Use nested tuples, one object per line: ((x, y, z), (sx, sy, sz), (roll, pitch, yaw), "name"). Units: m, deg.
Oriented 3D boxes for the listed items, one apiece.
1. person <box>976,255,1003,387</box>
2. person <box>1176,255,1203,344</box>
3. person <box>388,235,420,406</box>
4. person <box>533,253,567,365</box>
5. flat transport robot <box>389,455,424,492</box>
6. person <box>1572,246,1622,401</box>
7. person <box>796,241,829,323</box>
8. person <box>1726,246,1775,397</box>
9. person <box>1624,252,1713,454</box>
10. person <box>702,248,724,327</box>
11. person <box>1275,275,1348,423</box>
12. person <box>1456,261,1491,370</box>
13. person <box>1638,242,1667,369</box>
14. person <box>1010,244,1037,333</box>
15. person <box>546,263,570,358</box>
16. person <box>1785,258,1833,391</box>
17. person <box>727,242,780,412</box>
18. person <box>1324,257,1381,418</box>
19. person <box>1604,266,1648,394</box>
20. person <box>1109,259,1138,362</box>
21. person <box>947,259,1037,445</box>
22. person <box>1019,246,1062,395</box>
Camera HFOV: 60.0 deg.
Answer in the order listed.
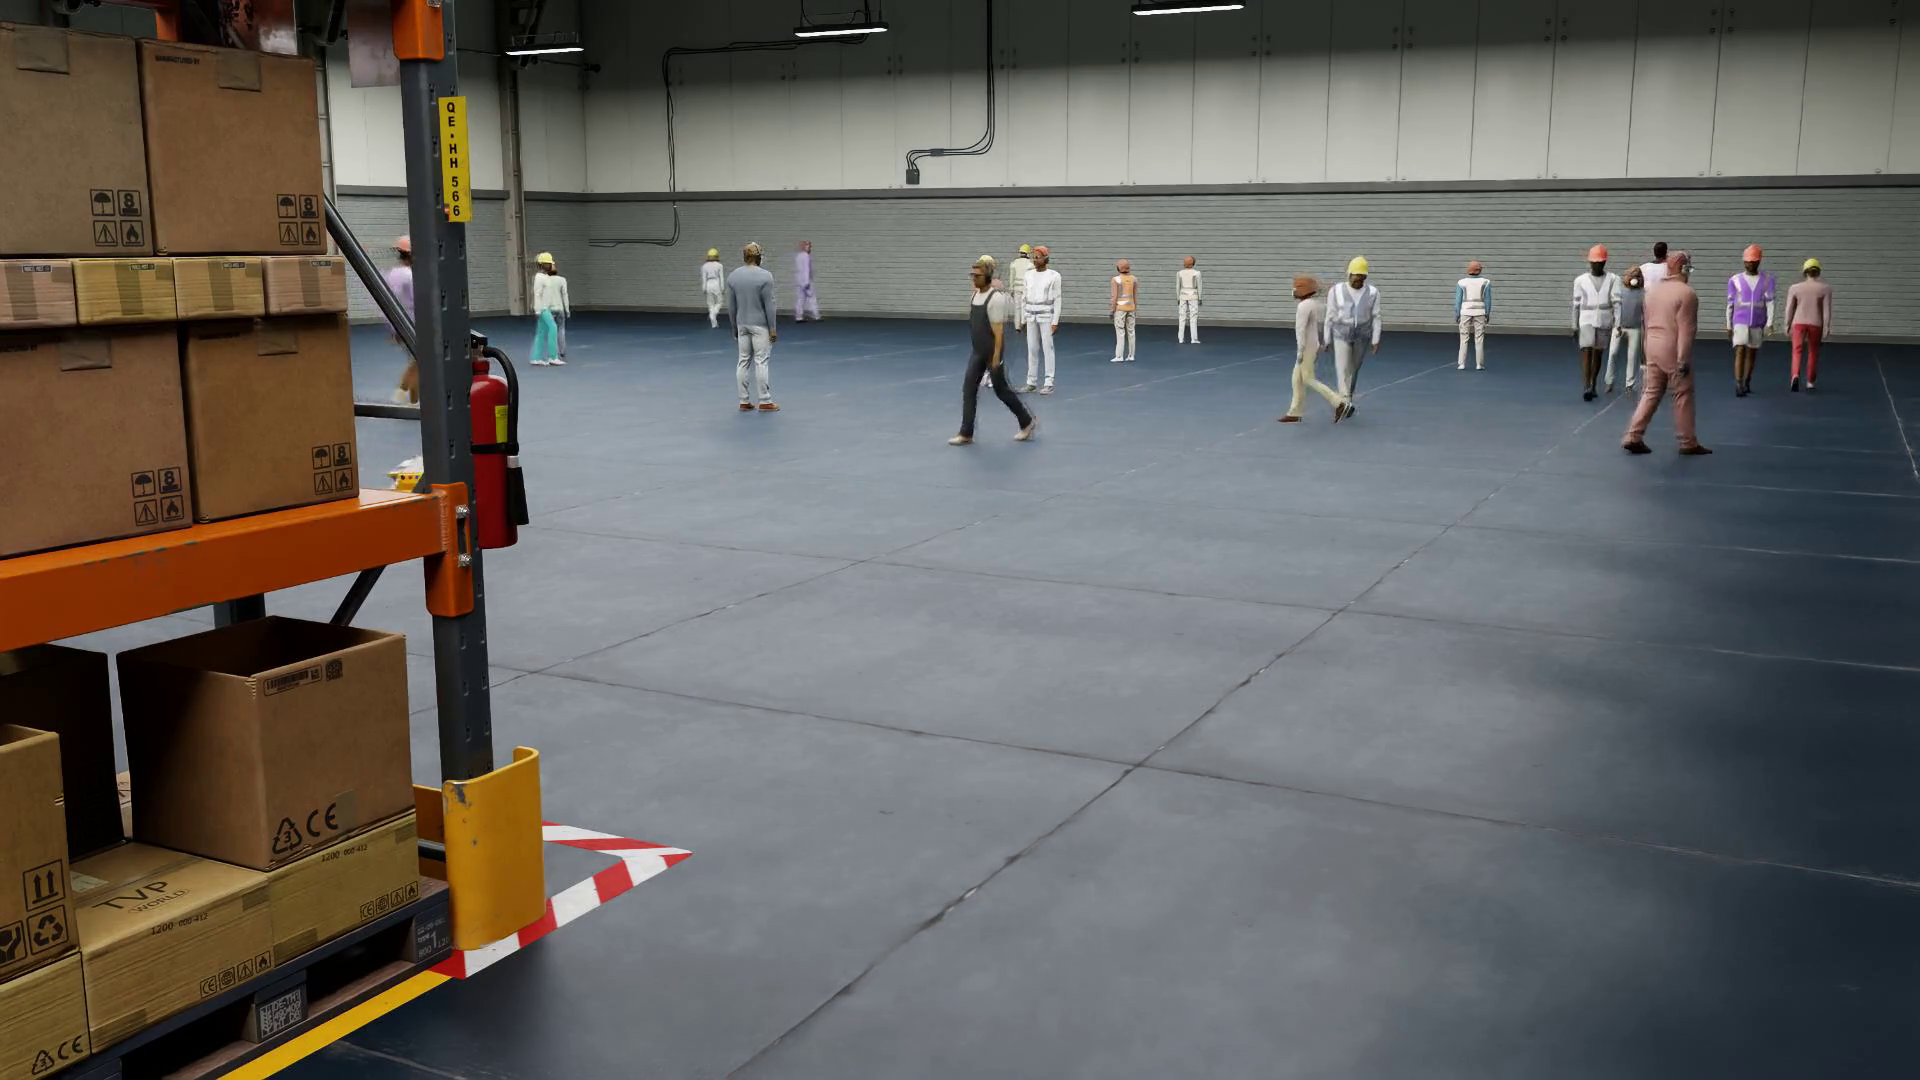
((0.372, -2.914, 22.213), (0.346, 1.756, 0.518), (-9, 14, -41), "person")
((4.280, -4.481, 31.063), (0.514, 1.645, 0.308), (6, 12, 28), "person")
((-5.980, -2.317, 18.216), (0.411, 2.026, 0.624), (-9, 14, -42), "person")
((-6.371, -3.579, 25.874), (0.696, 1.743, 0.527), (0, 10, -3), "person")
((-4.083, -0.503, 13.115), (0.652, 0.197, 1.431), (-2, 11, -10), "flat transport robot")
((7.844, -2.664, 20.497), (0.569, 1.885, 0.985), (3, 11, 14), "person")
((-3.459, -5.978, 38.561), (0.784, 1.879, 0.677), (-5, 11, -24), "person")
((9.997, -2.773, 21.079), (0.544, 1.896, 0.985), (3, 11, 17), "person")
((6.560, -1.712, 15.339), (0.817, 1.878, 0.662), (-3, 11, -16), "person")
((-5.426, -5.536, 36.558), (0.502, 1.728, 0.432), (2, 11, 13), "person")
((3.786, -2.035, 17.819), (0.724, 1.604, 0.509), (3, 11, 18), "person")
((7.708, -3.365, 24.994), (0.510, 1.639, 0.308), (3, 11, 18), "person")
((10.559, -3.545, 25.202), (0.592, 1.922, 0.392), (7, 13, 34), "person")
((1.334, -5.191, 34.420), (0.600, 1.829, 0.404), (4, 11, 19), "person")
((-6.626, -3.733, 27.071), (0.517, 1.596, 0.774), (-3, 11, -15), "person")
((11.083, -2.813, 21.753), (0.530, 1.739, 0.820), (5, 12, 27), "person")
((-2.367, -2.432, 19.086), (0.627, 1.940, 0.371), (5, 12, 27), "person")
((4.402, -2.263, 18.614), (0.602, 1.765, 0.968), (0, 10, 1), "person")
((8.561, -2.686, 21.319), (0.547, 1.625, 0.339), (4, 11, 20), "person")
((2.620, -3.659, 26.596), (0.512, 1.638, 0.312), (-7, 12, -32), "person")
((0.331, -1.824, 16.165), (0.929, 1.809, 0.516), (-7, 13, -34), "person")
((1.020, -2.799, 21.240), (0.576, 1.882, 0.355), (7, 13, 34), "person")
